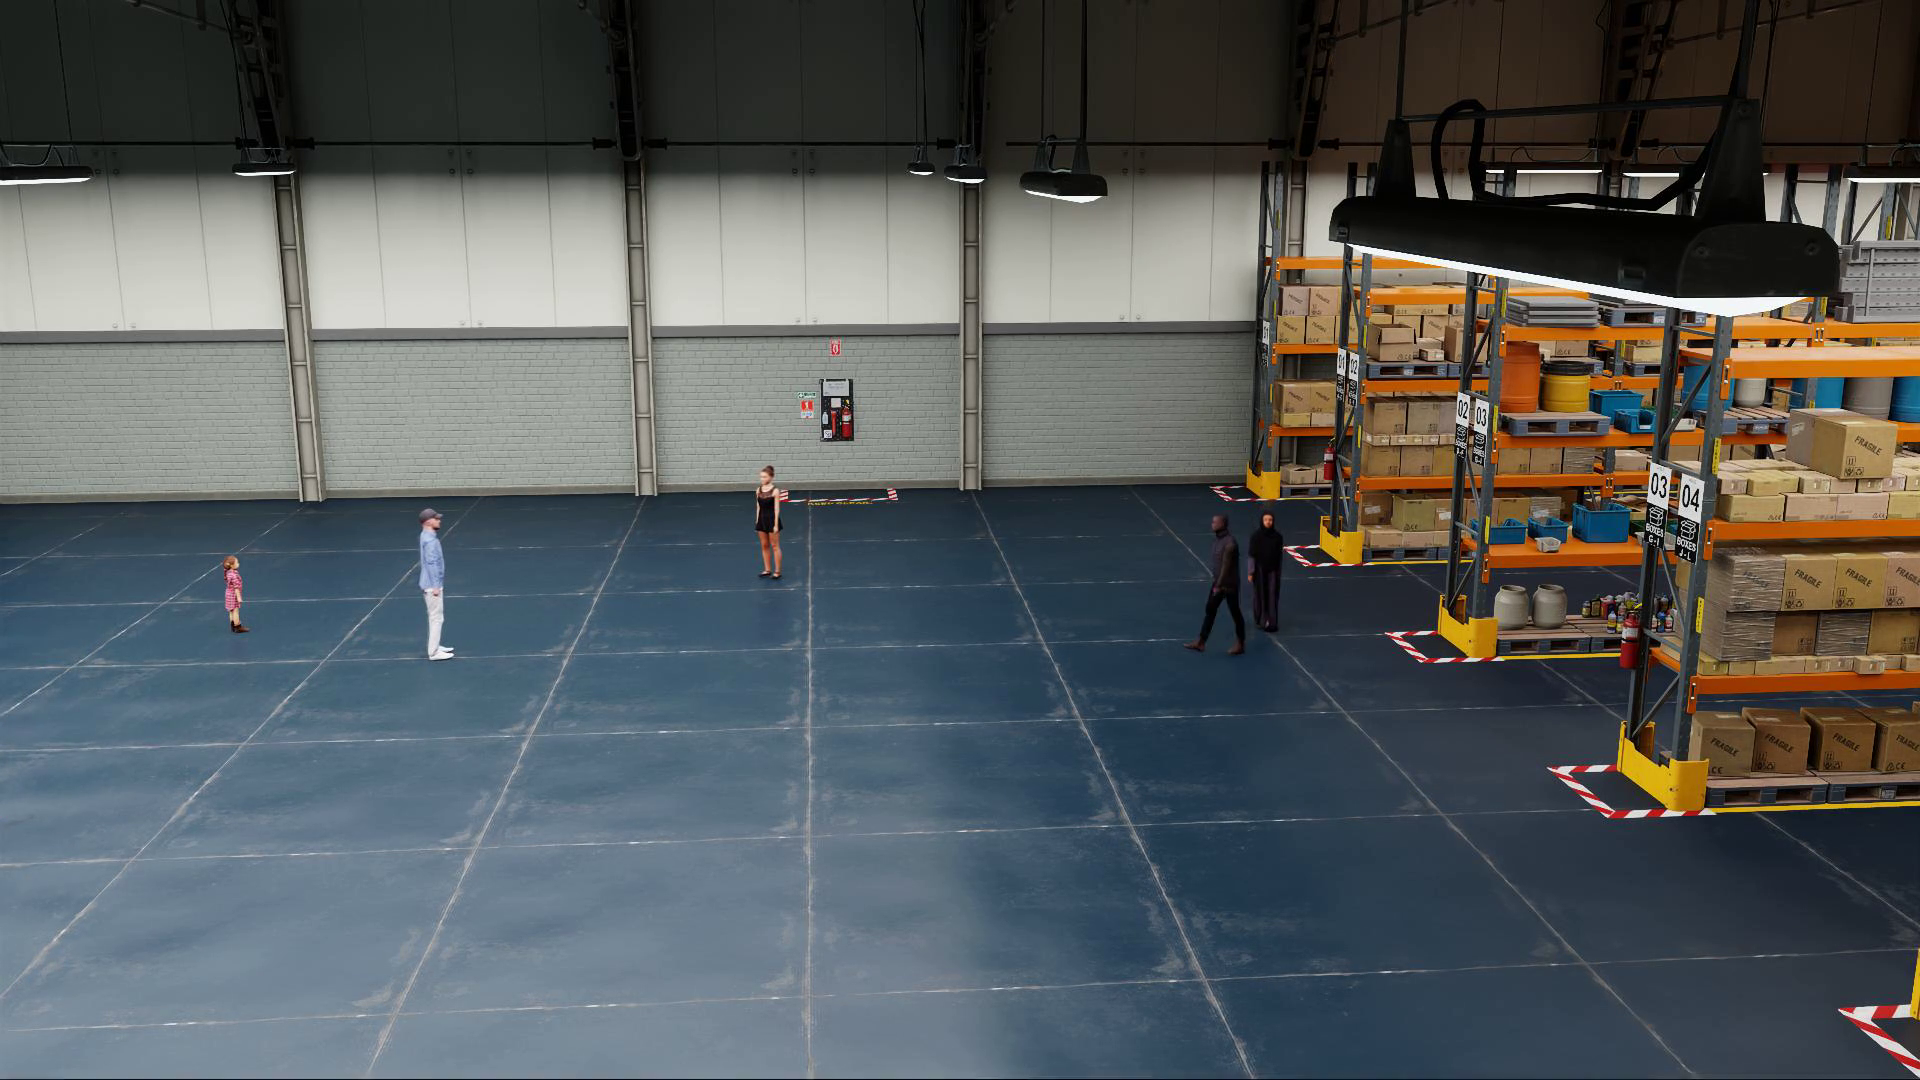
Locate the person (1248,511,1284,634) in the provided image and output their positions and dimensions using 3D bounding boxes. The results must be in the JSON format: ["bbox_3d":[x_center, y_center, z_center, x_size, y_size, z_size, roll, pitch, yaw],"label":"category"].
[{"bbox_3d":[4.003,0.390,21.819,1.086,1.603,0.803,1,13,5],"label":"person"}]

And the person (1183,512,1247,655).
[{"bbox_3d":[3.385,0.558,20.666,1.127,1.797,0.886,-5,14,-22],"label":"person"}]

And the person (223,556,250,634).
[{"bbox_3d":[-9.509,0.702,21.760,0.558,1.022,0.505,-12,18,-42],"label":"person"}]

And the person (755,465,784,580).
[{"bbox_3d":[-2.808,-0.268,24.493,0.669,1.679,0.743,8,15,32],"label":"person"}]

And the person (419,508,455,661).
[{"bbox_3d":[-6.526,0.531,20.581,0.690,1.887,0.710,-6,14,-23],"label":"person"}]
